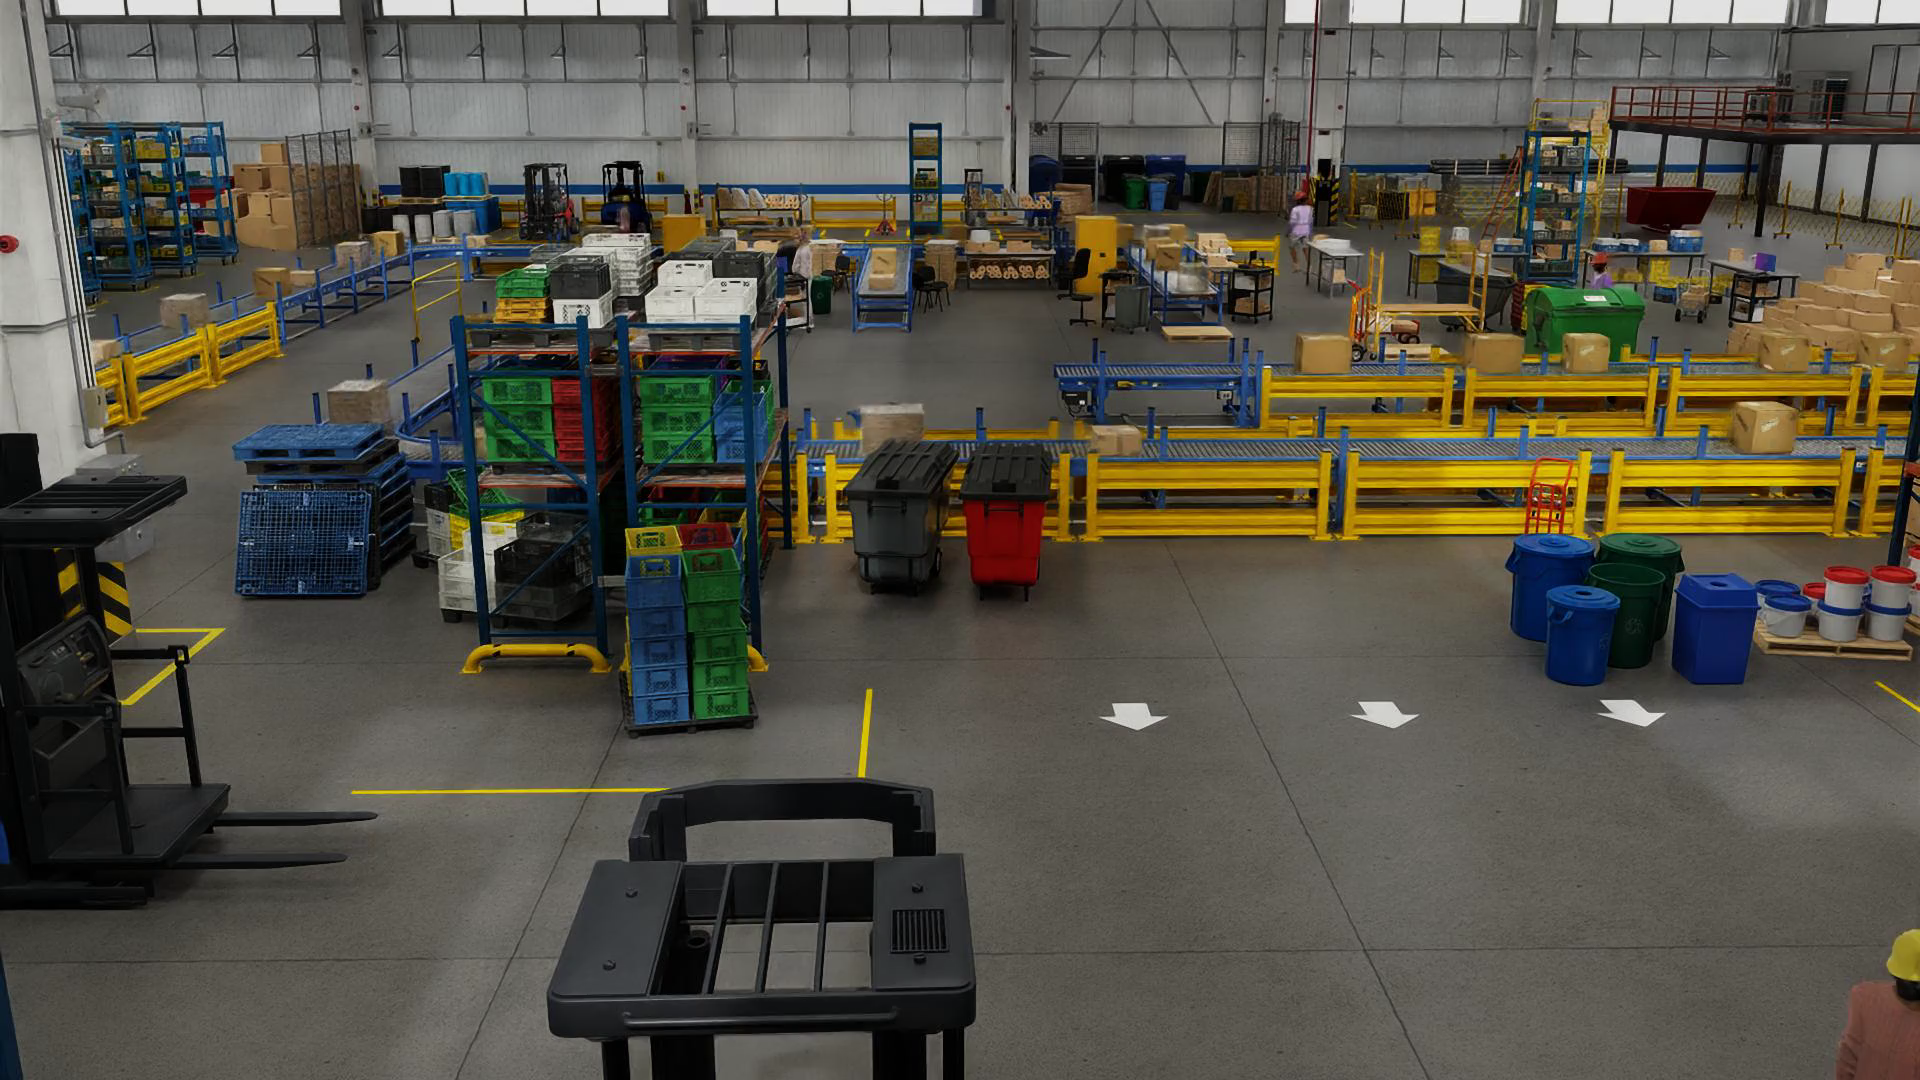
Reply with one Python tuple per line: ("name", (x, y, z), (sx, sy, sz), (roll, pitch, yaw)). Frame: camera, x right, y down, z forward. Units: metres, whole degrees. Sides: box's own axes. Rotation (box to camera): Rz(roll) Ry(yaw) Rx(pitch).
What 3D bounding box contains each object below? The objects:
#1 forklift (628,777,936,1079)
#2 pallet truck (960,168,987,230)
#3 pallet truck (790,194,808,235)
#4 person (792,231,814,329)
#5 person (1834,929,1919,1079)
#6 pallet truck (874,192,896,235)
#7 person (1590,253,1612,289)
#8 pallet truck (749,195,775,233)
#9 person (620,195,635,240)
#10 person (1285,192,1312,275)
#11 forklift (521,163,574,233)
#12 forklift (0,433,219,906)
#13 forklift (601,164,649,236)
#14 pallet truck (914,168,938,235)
("forklift", (-0.542, 2.165, 5.552), (1.129, 2.768, 1.873), (-1, 16, -2))
("pallet truck", (0.383, -10.230, 50.206), (0.823, 1.965, 1.885), (-1, 16, -3))
("pallet truck", (-4.814, -9.883, 50.259), (0.704, 1.261, 1.522), (-1, 16, -3))
("person", (-3.084, -5.090, 32.533), (0.398, 1.897, 0.639), (-2, 16, -7))
("person", (3.890, 2.370, 6.856), (0.598, 1.751, 0.529), (-11, 19, -33))
("pallet truck", (-2.277, -9.986, 50.594), (0.653, 1.274, 1.630), (0, 16, -1))
("person", (10.957, -4.013, 28.780), (0.993, 1.887, 0.571), (-3, 16, -11))
("pallet truck", (-6.051, -9.967, 50.660), (0.680, 1.201, 1.601), (0, 16, -1))
("person", (-8.581, -8.080, 43.210), (0.861, 1.727, 0.540), (-8, 18, -27))
("person", (8.343, -7.501, 40.750), (0.631, 1.982, 0.672), (-8, 18, -27))
("forklift", (-12.233, -10.122, 49.298), (1.157, 1.987, 2.680), (0, 16, -1))
("forklift", (-5.952, 0.780, 10.366), (1.873, 2.768, 1.129), (0, 16, -1))
("forklift", (-9.948, -10.127, 49.296), (1.157, 1.987, 2.680), (-1, 16, -3))
("pallet truck", (-0.989, -10.316, 50.507), (0.823, 1.965, 1.885), (1, 16, 3))
